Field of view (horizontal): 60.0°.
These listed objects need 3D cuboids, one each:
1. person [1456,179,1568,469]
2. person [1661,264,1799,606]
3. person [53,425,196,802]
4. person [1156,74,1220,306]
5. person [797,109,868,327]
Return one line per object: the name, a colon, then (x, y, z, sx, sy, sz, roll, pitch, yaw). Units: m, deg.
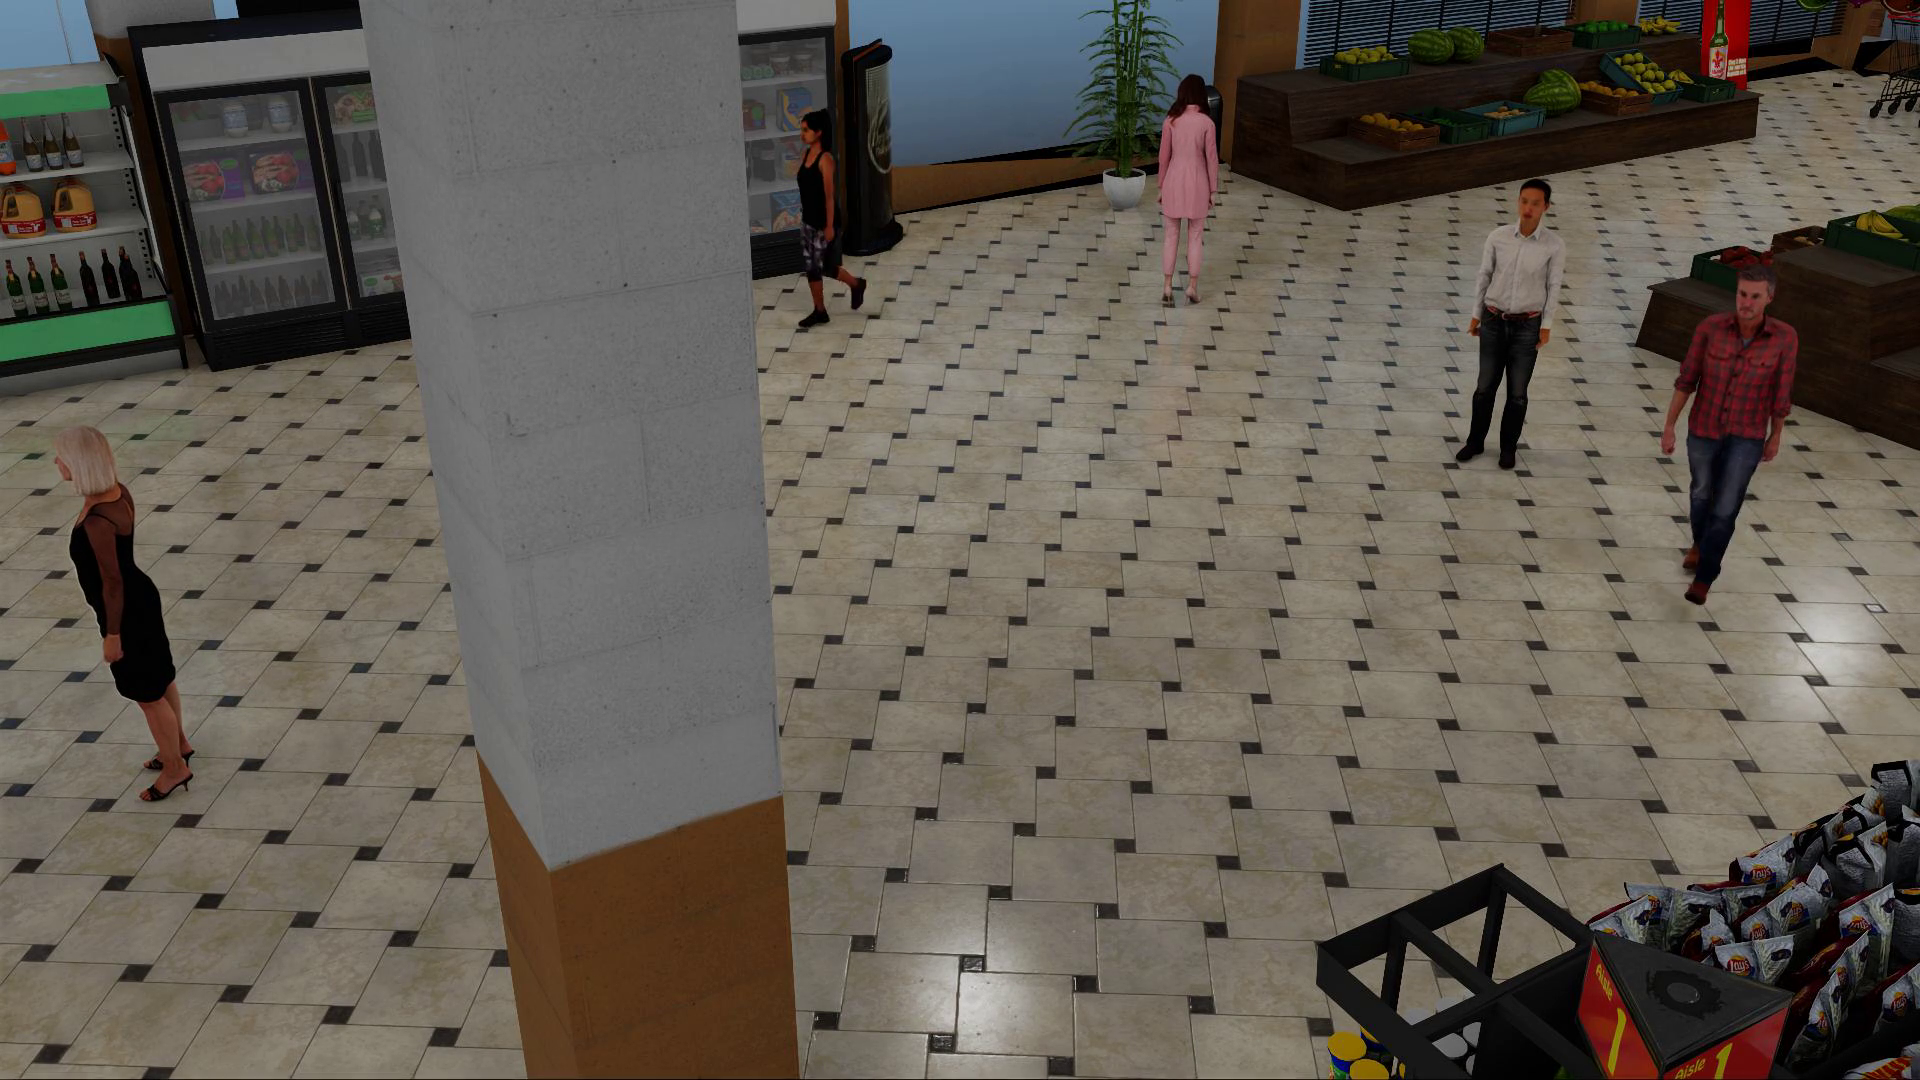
person: (3.423, -1.339, 10.305, 0.742, 1.813, 0.743, 14, 30, 26)
person: (4.101, -0.599, 8.870, 1.044, 1.790, 1.278, 17, 32, 30)
person: (-3.558, 0.313, 7.119, 0.580, 1.748, 0.633, -8, 28, -15)
person: (1.768, -2.737, 13.074, 0.682, 1.801, 0.741, 7, 28, 13)
person: (-0.996, -2.436, 12.642, 0.826, 1.654, 0.642, -18, 32, -32)
